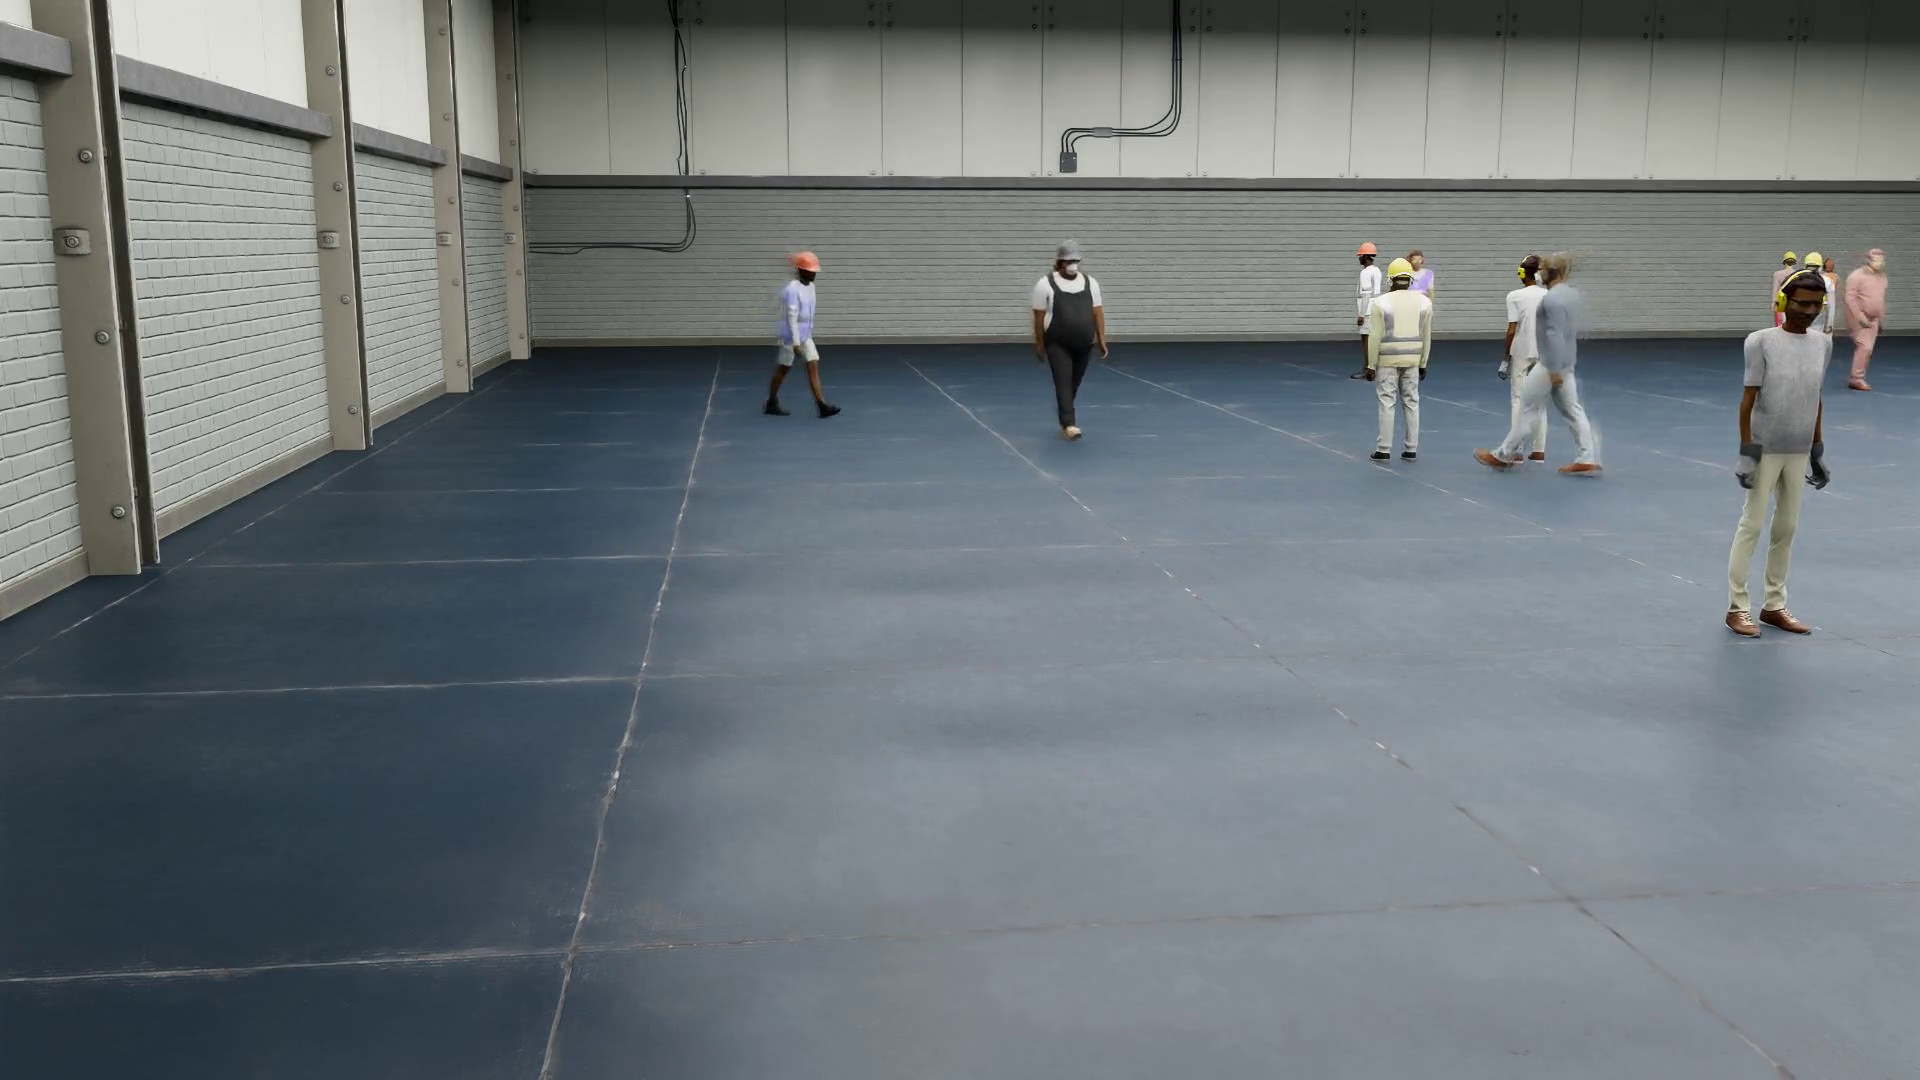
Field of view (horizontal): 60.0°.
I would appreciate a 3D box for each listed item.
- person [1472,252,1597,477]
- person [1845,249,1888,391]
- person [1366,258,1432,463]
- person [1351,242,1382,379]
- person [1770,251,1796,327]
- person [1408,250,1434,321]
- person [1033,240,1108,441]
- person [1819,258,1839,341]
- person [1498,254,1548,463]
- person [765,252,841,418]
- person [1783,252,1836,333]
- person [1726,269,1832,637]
[{"bbox_3d":[4.961,-1.482,14.110,1.037,1.883,0.653,6,12,30],"label":"person"},{"bbox_3d":[11.955,-2.900,21.986,0.685,1.856,0.554,-5,11,-23],"label":"person"},{"bbox_3d":[3.922,-1.605,14.939,0.594,1.832,0.403,-2,11,-10],"label":"person"},{"bbox_3d":[5.792,-3.257,23.709,0.370,1.939,0.543,7,12,32],"label":"person"},{"bbox_3d":[14.350,-4.118,28.898,0.526,1.768,0.330,2,10,8],"label":"person"},{"bbox_3d":[7.042,-3.587,25.836,0.579,1.825,0.662,0,10,-1],"label":"person"},{"bbox_3d":[1.111,-2.036,16.732,0.691,2.000,1.013,-3,11,-18],"label":"person"},{"bbox_3d":[15.321,-4.162,29.494,0.528,1.638,0.324,-4,11,-20],"label":"person"},{"bbox_3d":[5.085,-1.617,14.910,0.534,1.868,0.309,-2,11,-13],"label":"person"},{"bbox_3d":[-1.807,-2.284,18.632,1.076,1.846,0.551,6,12,31],"label":"person"},{"bbox_3d":[11.410,-2.942,22.351,0.609,1.809,0.728,6,12,32],"label":"person"},{"bbox_3d":[4.184,-0.436,8.454,0.518,1.865,0.329,-2,11,-13],"label":"person"}]
